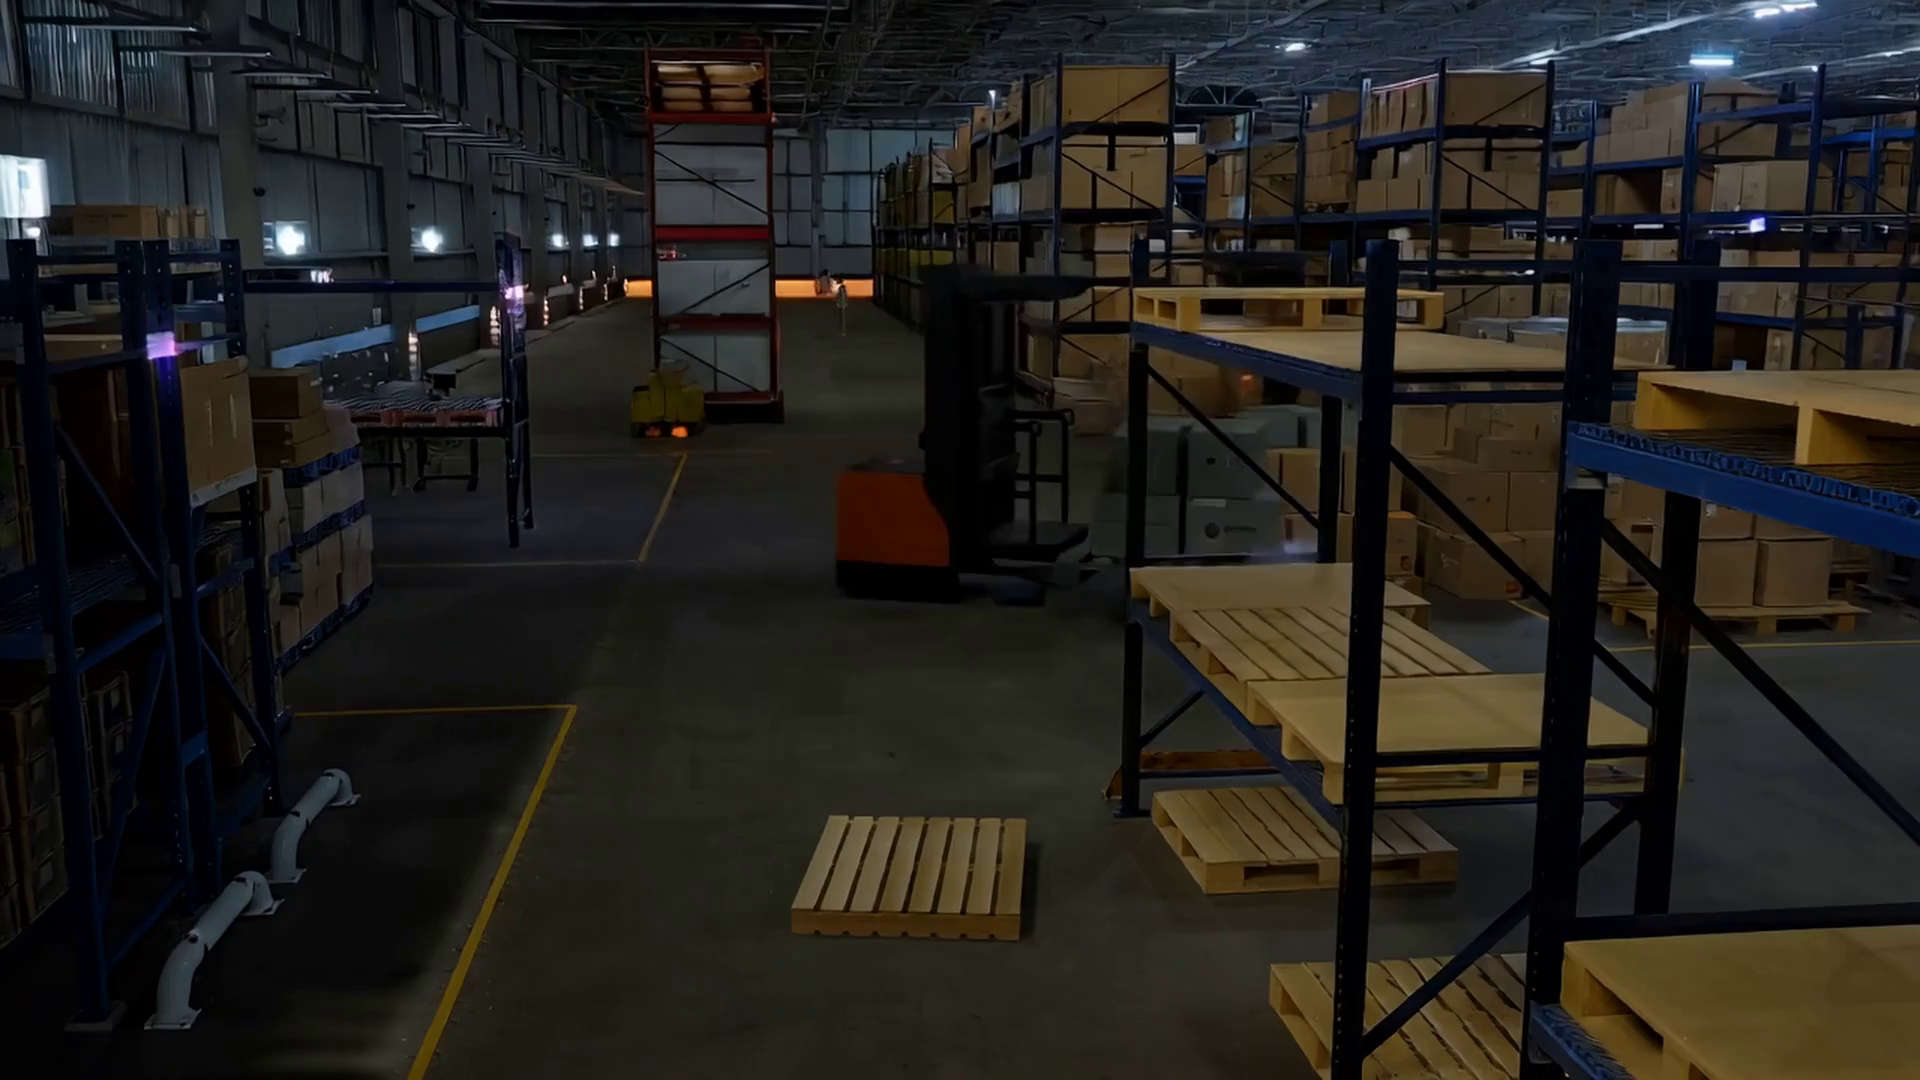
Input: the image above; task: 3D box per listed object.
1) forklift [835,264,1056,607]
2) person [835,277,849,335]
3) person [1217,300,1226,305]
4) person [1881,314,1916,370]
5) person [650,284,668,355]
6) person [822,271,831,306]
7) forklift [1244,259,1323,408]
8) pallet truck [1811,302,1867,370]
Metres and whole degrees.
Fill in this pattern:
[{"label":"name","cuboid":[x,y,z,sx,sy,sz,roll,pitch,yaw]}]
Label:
[{"label":"forklift","cuboid":[-0.044,-0.948,14.184,1.873,2.768,1.129,3,11,18]},{"label":"person","cuboid":[-3.808,-7.520,53.517,0.429,1.836,0.632,-3,11,-18]},{"label":"person","cuboid":[9.554,-8.799,60.774,0.330,1.769,0.526,8,13,39]},{"label":"person","cuboid":[17.904,-3.637,31.768,0.641,1.914,0.888,2,10,9]},{"label":"person","cuboid":[-7.917,-5.833,43.971,0.533,1.898,0.610,7,12,33]},{"label":"person","cuboid":[-6.155,-11.657,76.999,0.363,1.621,0.537,-10,14,-44]},{"label":"forklift","cuboid":[4.817,-3.013,25.626,1.129,2.768,1.873,8,13,38]},{"label":"pallet truck","cuboid":[15.846,-3.142,28.793,1.885,1.965,0.823,2,10,12]}]
